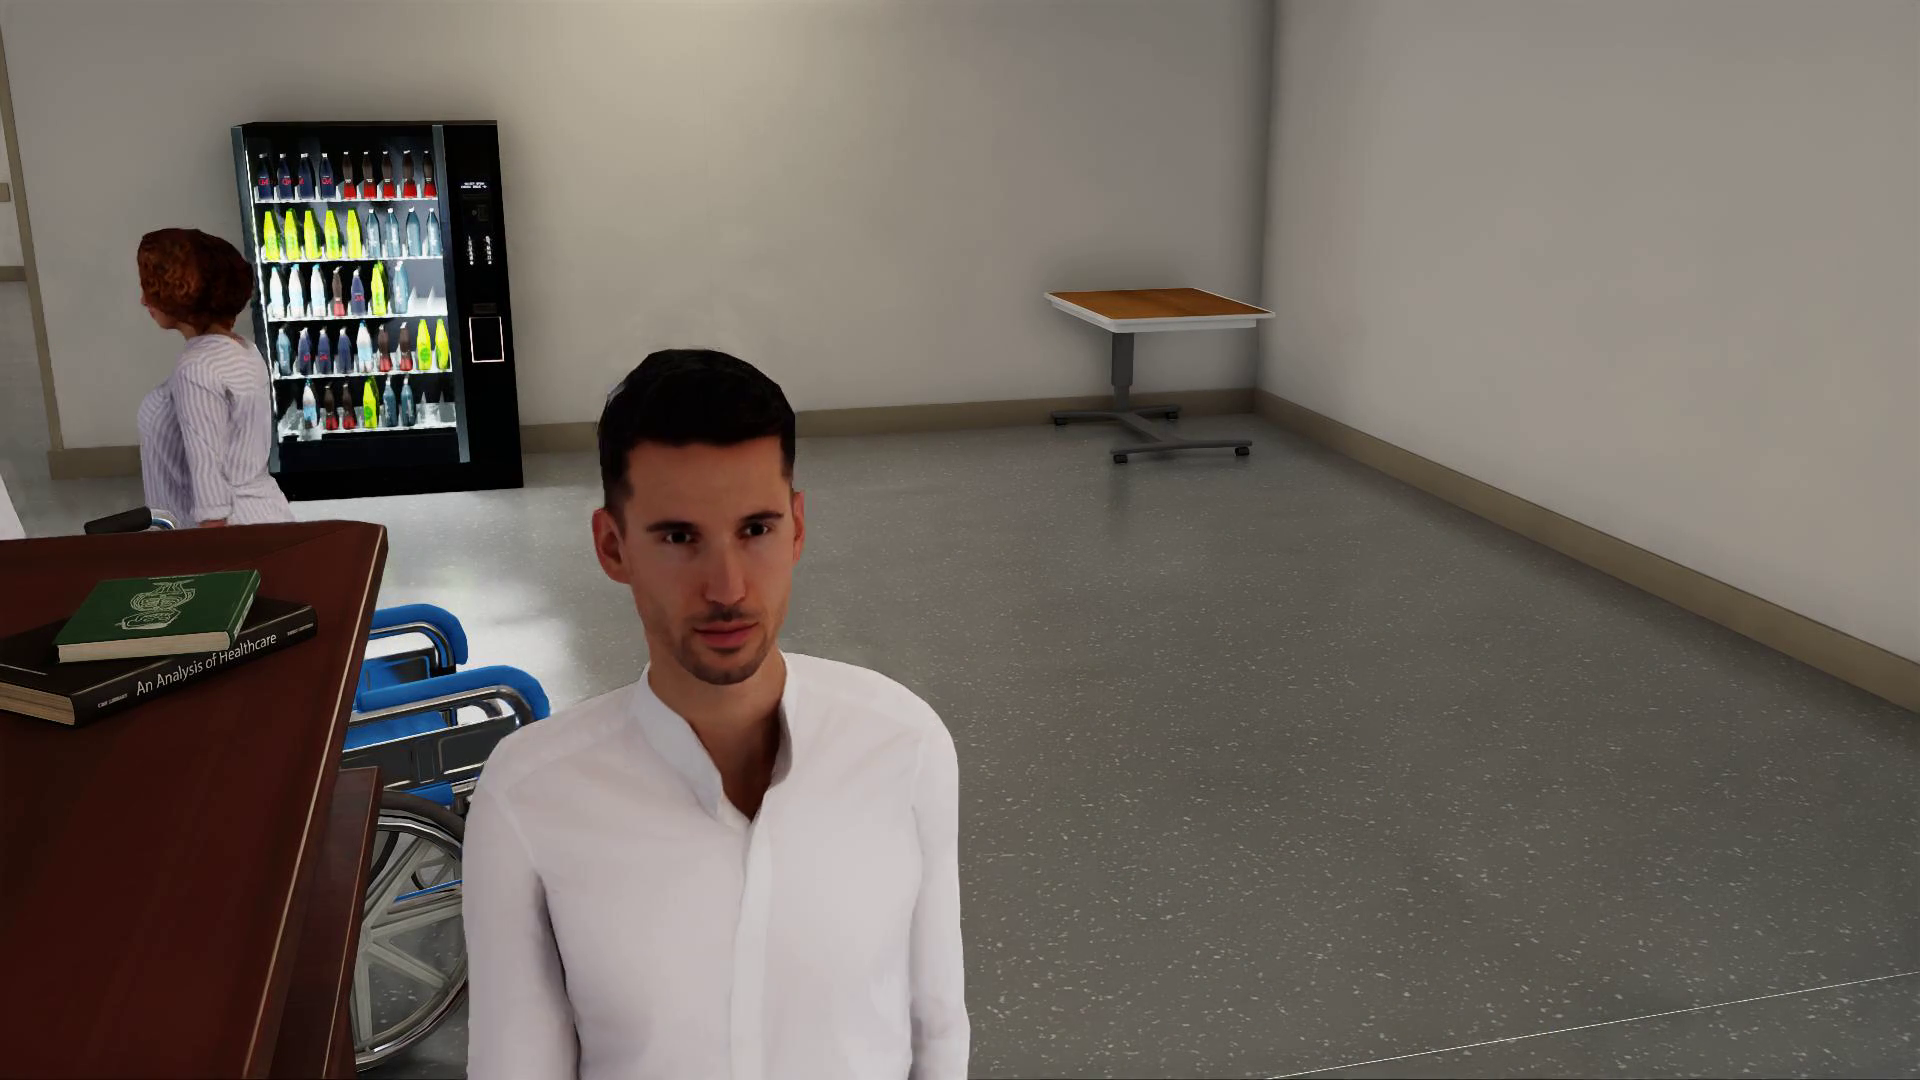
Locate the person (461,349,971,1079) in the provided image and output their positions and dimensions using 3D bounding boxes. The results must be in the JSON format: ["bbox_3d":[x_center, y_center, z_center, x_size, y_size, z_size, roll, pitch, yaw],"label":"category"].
[{"bbox_3d":[-0.233,0.713,1.750,1.064,1.836,0.750,-3,16,-11],"label":"person"}]

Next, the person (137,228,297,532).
[{"bbox_3d":[-1.866,0.013,4.510,0.815,1.686,0.732,-3,16,-10],"label":"person"}]
